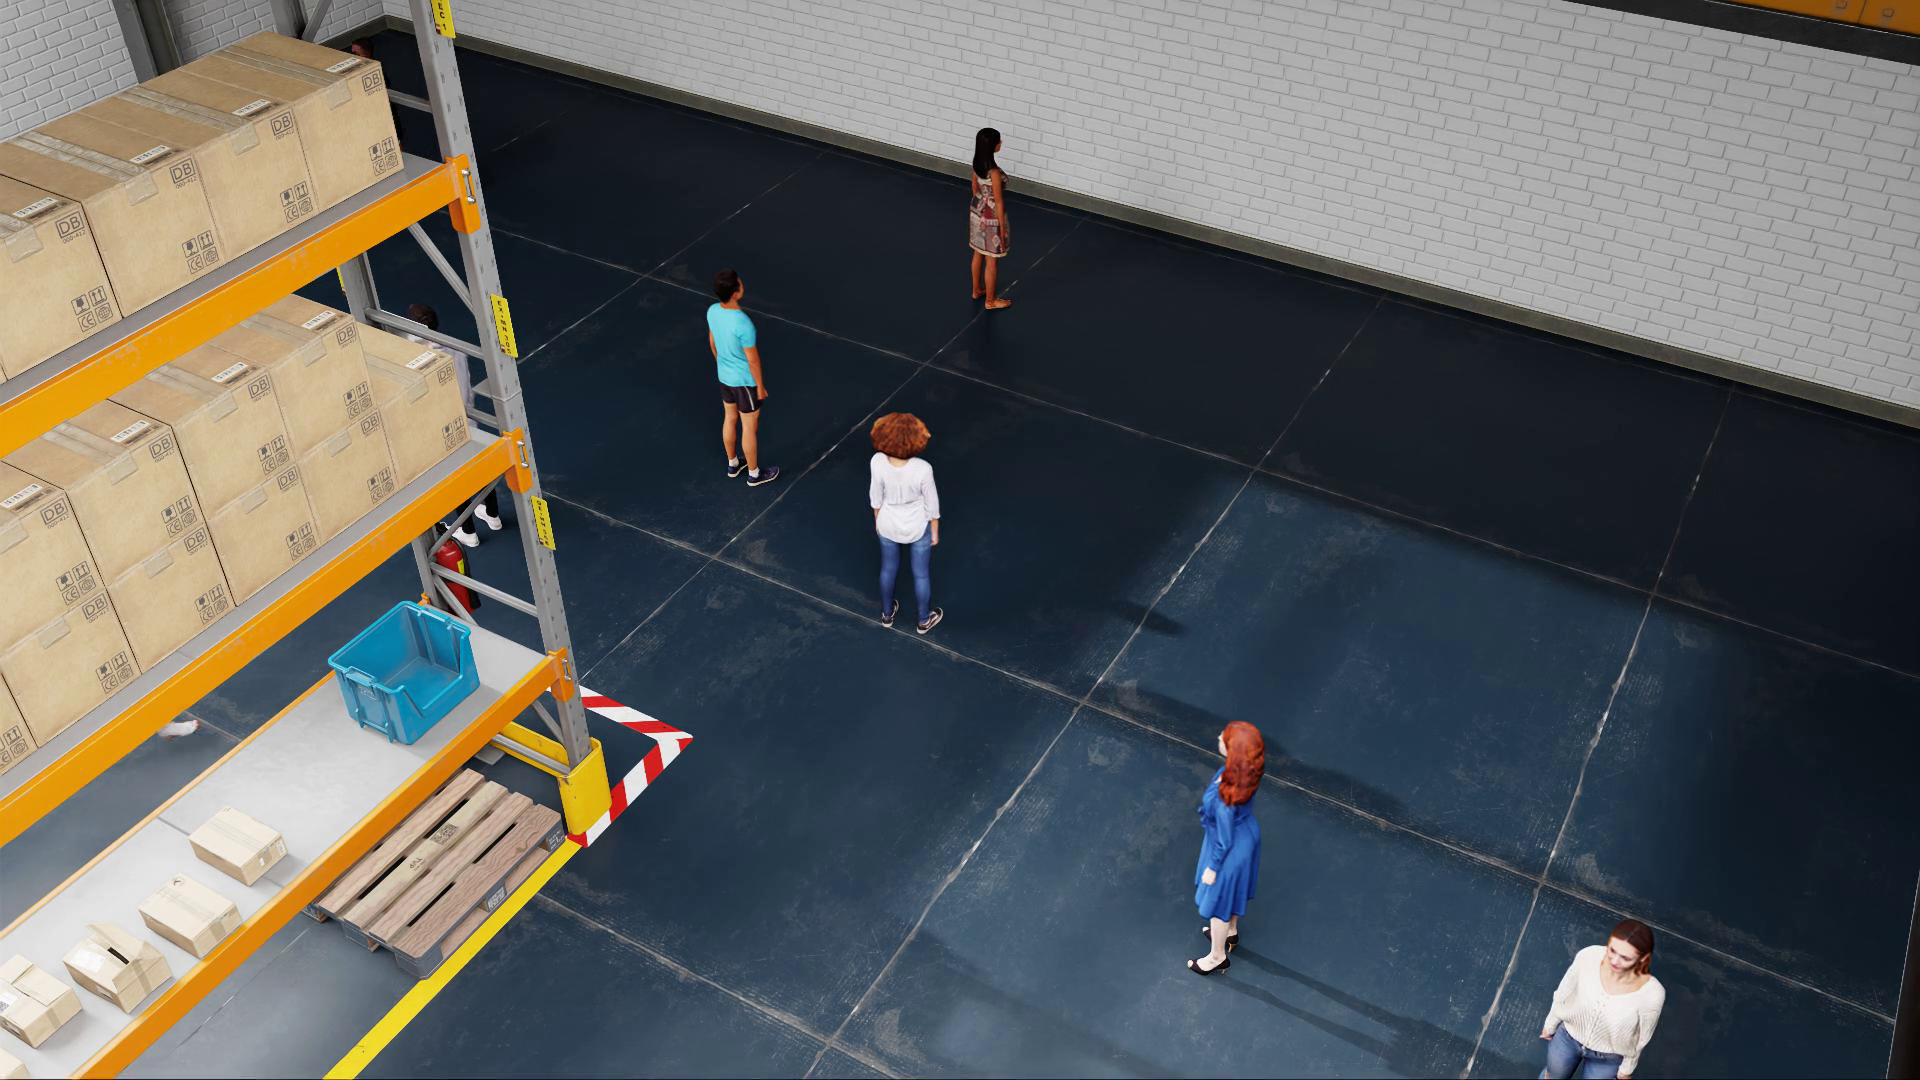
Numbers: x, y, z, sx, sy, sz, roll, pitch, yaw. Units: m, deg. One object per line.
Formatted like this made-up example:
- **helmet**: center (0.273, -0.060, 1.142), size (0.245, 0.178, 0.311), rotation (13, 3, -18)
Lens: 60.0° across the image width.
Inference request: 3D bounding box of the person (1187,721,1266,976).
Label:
- **person**: center (1.411, 1.634, 8.718), size (0.658, 1.828, 0.500), rotation (20, 43, 24)

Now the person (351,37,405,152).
- **person**: center (-5.353, -3.872, 15.645), size (0.993, 1.788, 0.834), rotation (-29, 47, -31)

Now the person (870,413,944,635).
- **person**: center (-0.372, -0.113, 10.999), size (0.685, 1.713, 0.666), rotation (12, 40, 15)

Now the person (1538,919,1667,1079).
- **person**: center (2.997, 2.379, 7.895), size (0.657, 1.692, 0.606), rotation (29, 47, 31)

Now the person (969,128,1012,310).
- **person**: center (0.240, -2.797, 14.414), size (0.714, 1.645, 0.725), rotation (-19, 43, -23)

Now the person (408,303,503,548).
- **person**: center (-3.575, -0.806, 11.694), size (0.750, 1.929, 0.541), rotation (24, 45, 27)

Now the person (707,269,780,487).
- **person**: center (-1.646, -1.197, 12.304), size (0.654, 1.777, 0.581), rotation (28, 47, 31)
